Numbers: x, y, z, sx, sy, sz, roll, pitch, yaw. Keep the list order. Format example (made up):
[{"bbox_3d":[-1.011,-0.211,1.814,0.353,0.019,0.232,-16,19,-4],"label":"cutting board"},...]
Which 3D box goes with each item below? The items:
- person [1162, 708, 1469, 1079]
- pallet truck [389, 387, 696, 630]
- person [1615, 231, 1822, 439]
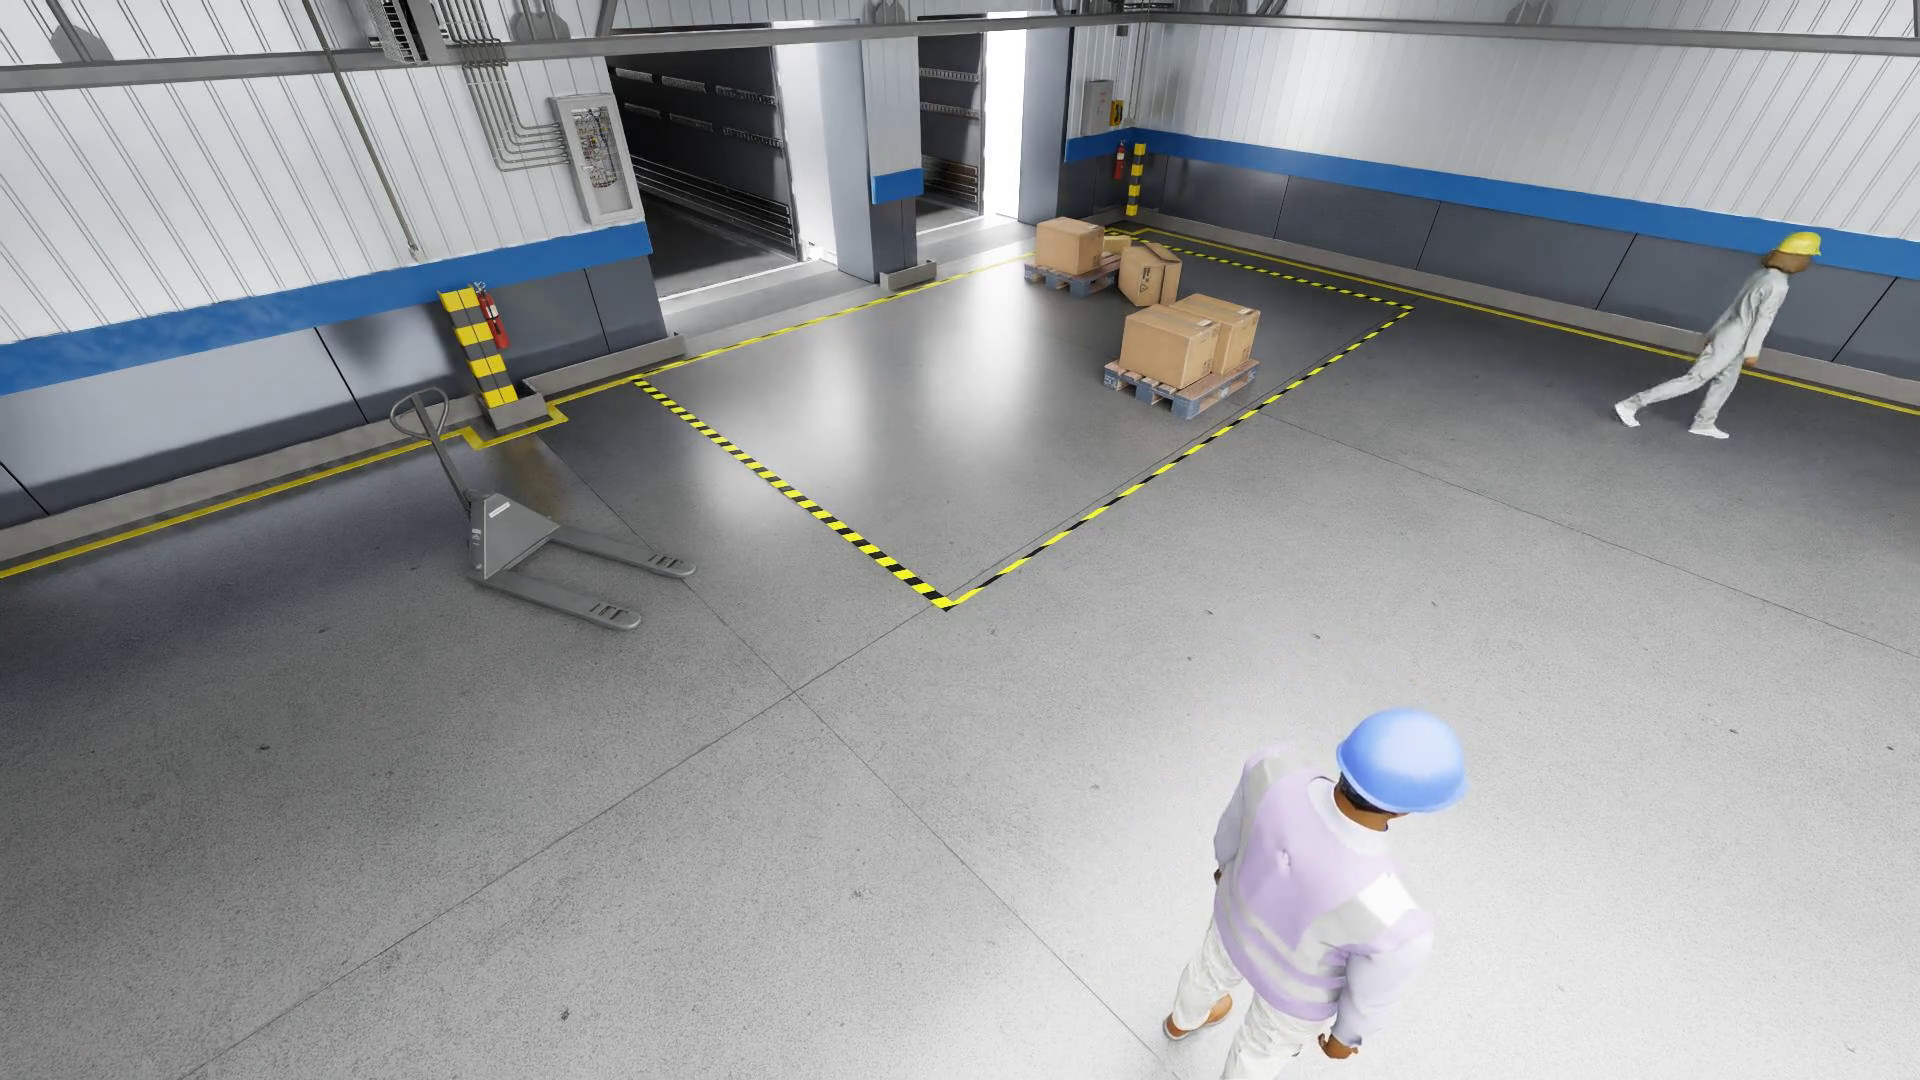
[{"bbox_3d":[0.971,1.175,2.173,0.402,1.945,0.613,-12,39,-15],"label":"person"},{"bbox_3d":[-2.613,-0.247,4.593,1.601,1.201,0.680,14,40,17],"label":"pallet truck"},{"bbox_3d":[6.291,-1.650,6.028,0.885,1.699,0.486,20,42,24],"label":"person"}]
